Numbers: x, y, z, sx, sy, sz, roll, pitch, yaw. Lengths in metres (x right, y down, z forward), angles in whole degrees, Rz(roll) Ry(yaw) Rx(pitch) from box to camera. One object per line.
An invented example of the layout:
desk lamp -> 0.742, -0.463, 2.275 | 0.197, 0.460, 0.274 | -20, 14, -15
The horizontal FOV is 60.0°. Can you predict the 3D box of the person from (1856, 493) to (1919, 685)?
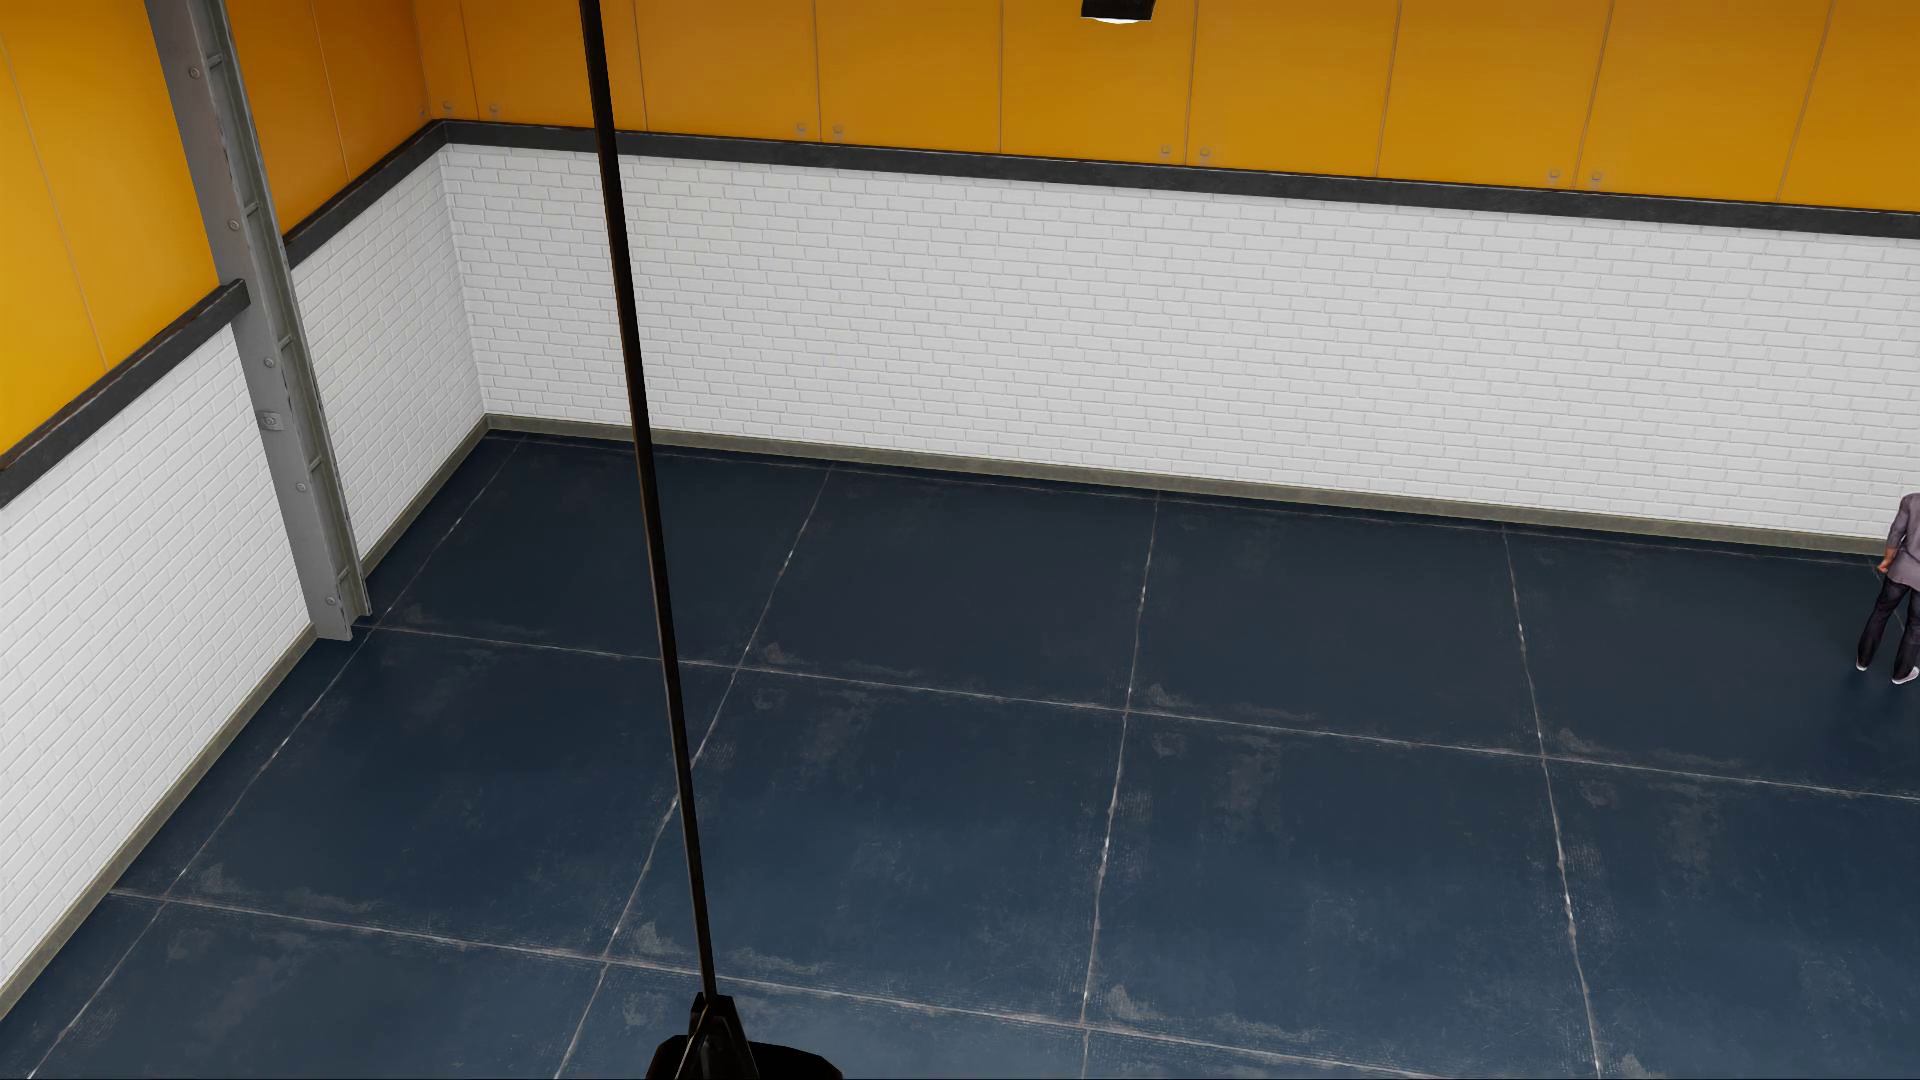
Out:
person -> 7.079, 0.229, 12.291 | 0.759, 1.849, 0.747 | -28, 43, -35
